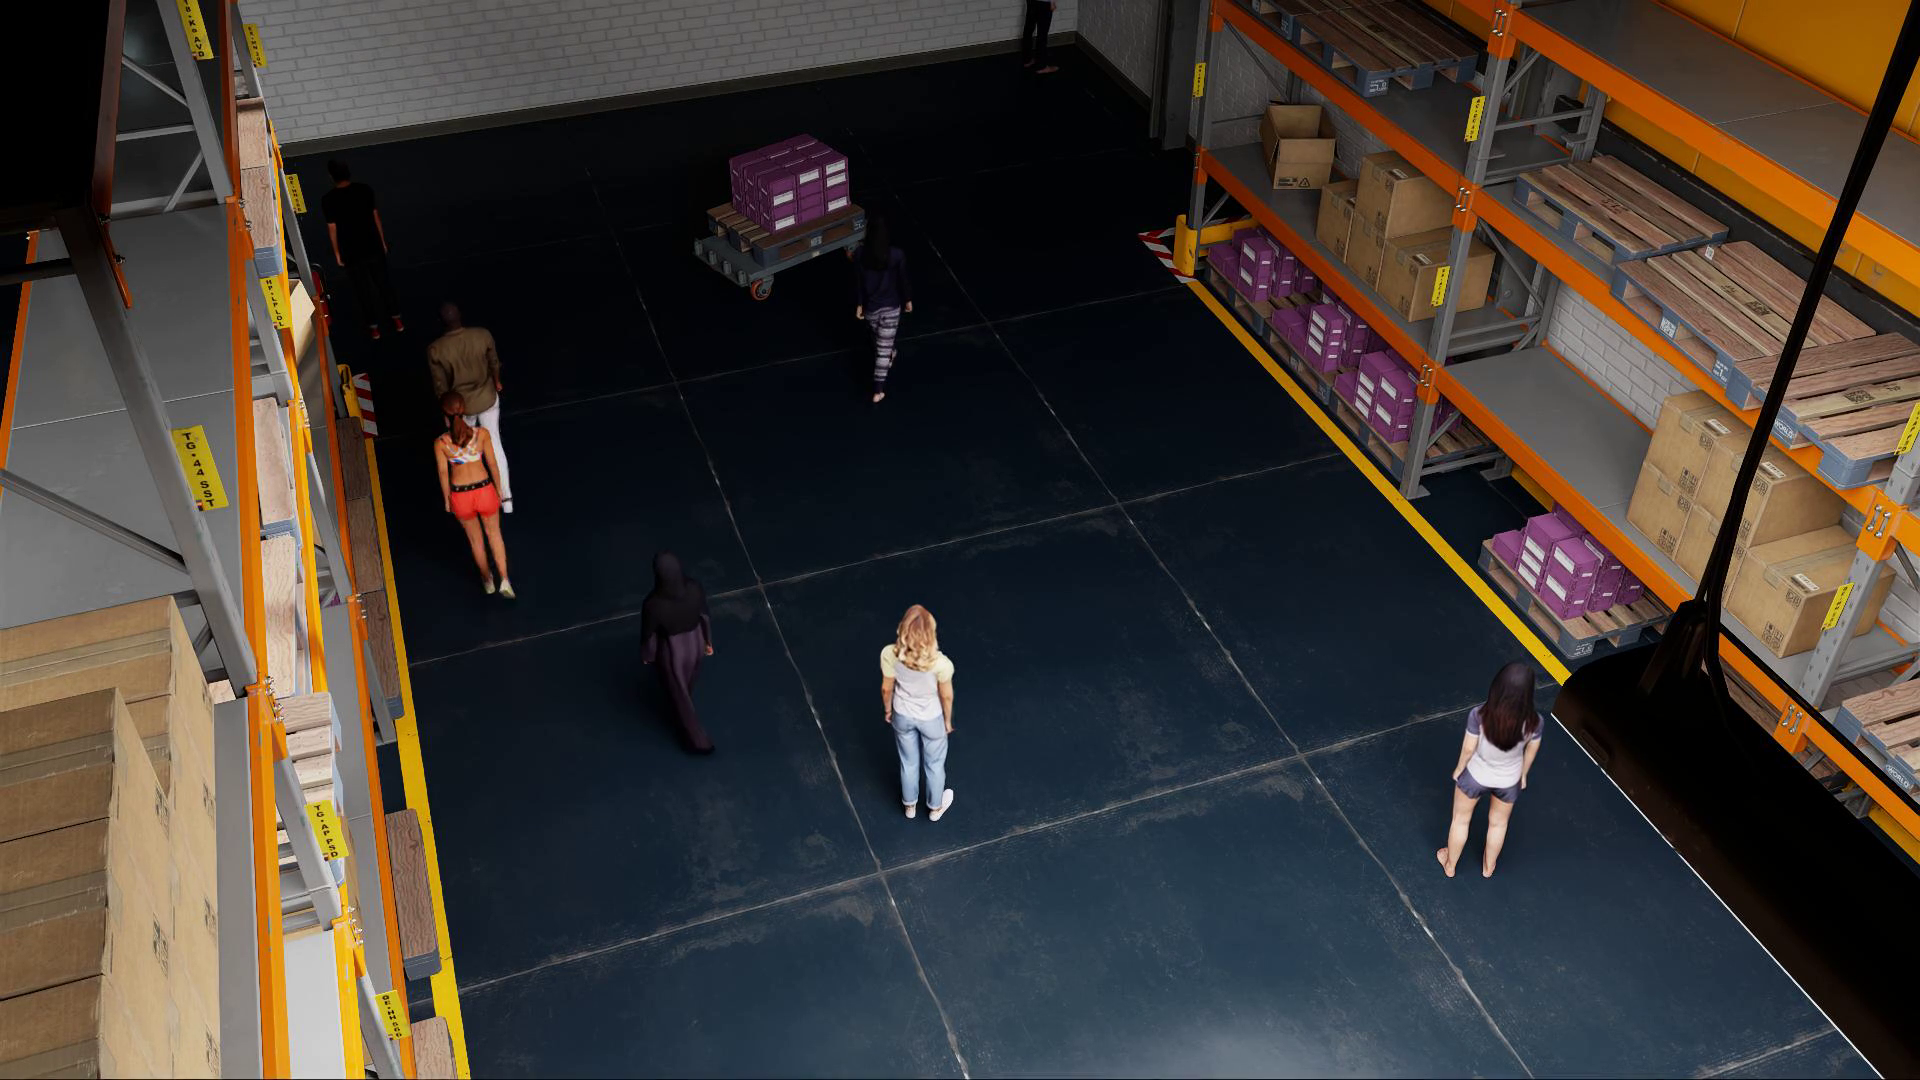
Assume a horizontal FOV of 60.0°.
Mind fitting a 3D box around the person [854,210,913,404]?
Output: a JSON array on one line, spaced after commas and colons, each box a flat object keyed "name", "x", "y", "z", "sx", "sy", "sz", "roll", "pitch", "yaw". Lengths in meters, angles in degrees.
[{"name": "person", "x": -0.685, "y": -1.971, "z": 14.277, "sx": 0.983, "sy": 1.687, "sz": 1.192, "roll": 6, "pitch": 39, "yaw": 8}]

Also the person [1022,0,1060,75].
[{"name": "person", "x": 0.943, "y": -6.527, "z": 19.849, "sx": 0.797, "sy": 1.851, "sz": 0.603, "roll": -24, "pitch": 44, "yaw": -27}]

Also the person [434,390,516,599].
[{"name": "person", "x": -3.507, "y": -0.257, "z": 12.059, "sx": 0.616, "sy": 1.775, "sz": 0.848, "roll": -17, "pitch": 41, "yaw": -20}]

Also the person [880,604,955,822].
[{"name": "person", "x": -0.255, "y": 1.101, "z": 10.402, "sx": 0.706, "sy": 1.722, "sz": 0.723, "roll": 9, "pitch": 39, "yaw": 11}]

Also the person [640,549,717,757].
[{"name": "person", "x": -1.823, "y": 0.755, "z": 10.928, "sx": 0.816, "sy": 1.606, "sz": 1.122, "roll": -25, "pitch": 45, "yaw": -27}]

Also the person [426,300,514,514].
[{"name": "person", "x": -3.764, "y": -1.012, "z": 13.006, "sx": 0.819, "sy": 1.773, "sz": 1.204, "roll": -18, "pitch": 42, "yaw": -21}]

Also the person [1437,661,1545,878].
[{"name": "person", "x": 3.201, "y": 1.399, "z": 10.041, "sx": 0.668, "sy": 1.706, "sz": 0.660, "roll": 4, "pitch": 39, "yaw": 4}]

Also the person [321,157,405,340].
[{"name": "person", "x": -5.426, "y": -2.643, "z": 15.062, "sx": 0.668, "sy": 1.756, "sz": 0.622, "roll": -21, "pitch": 43, "yaw": -24}]
